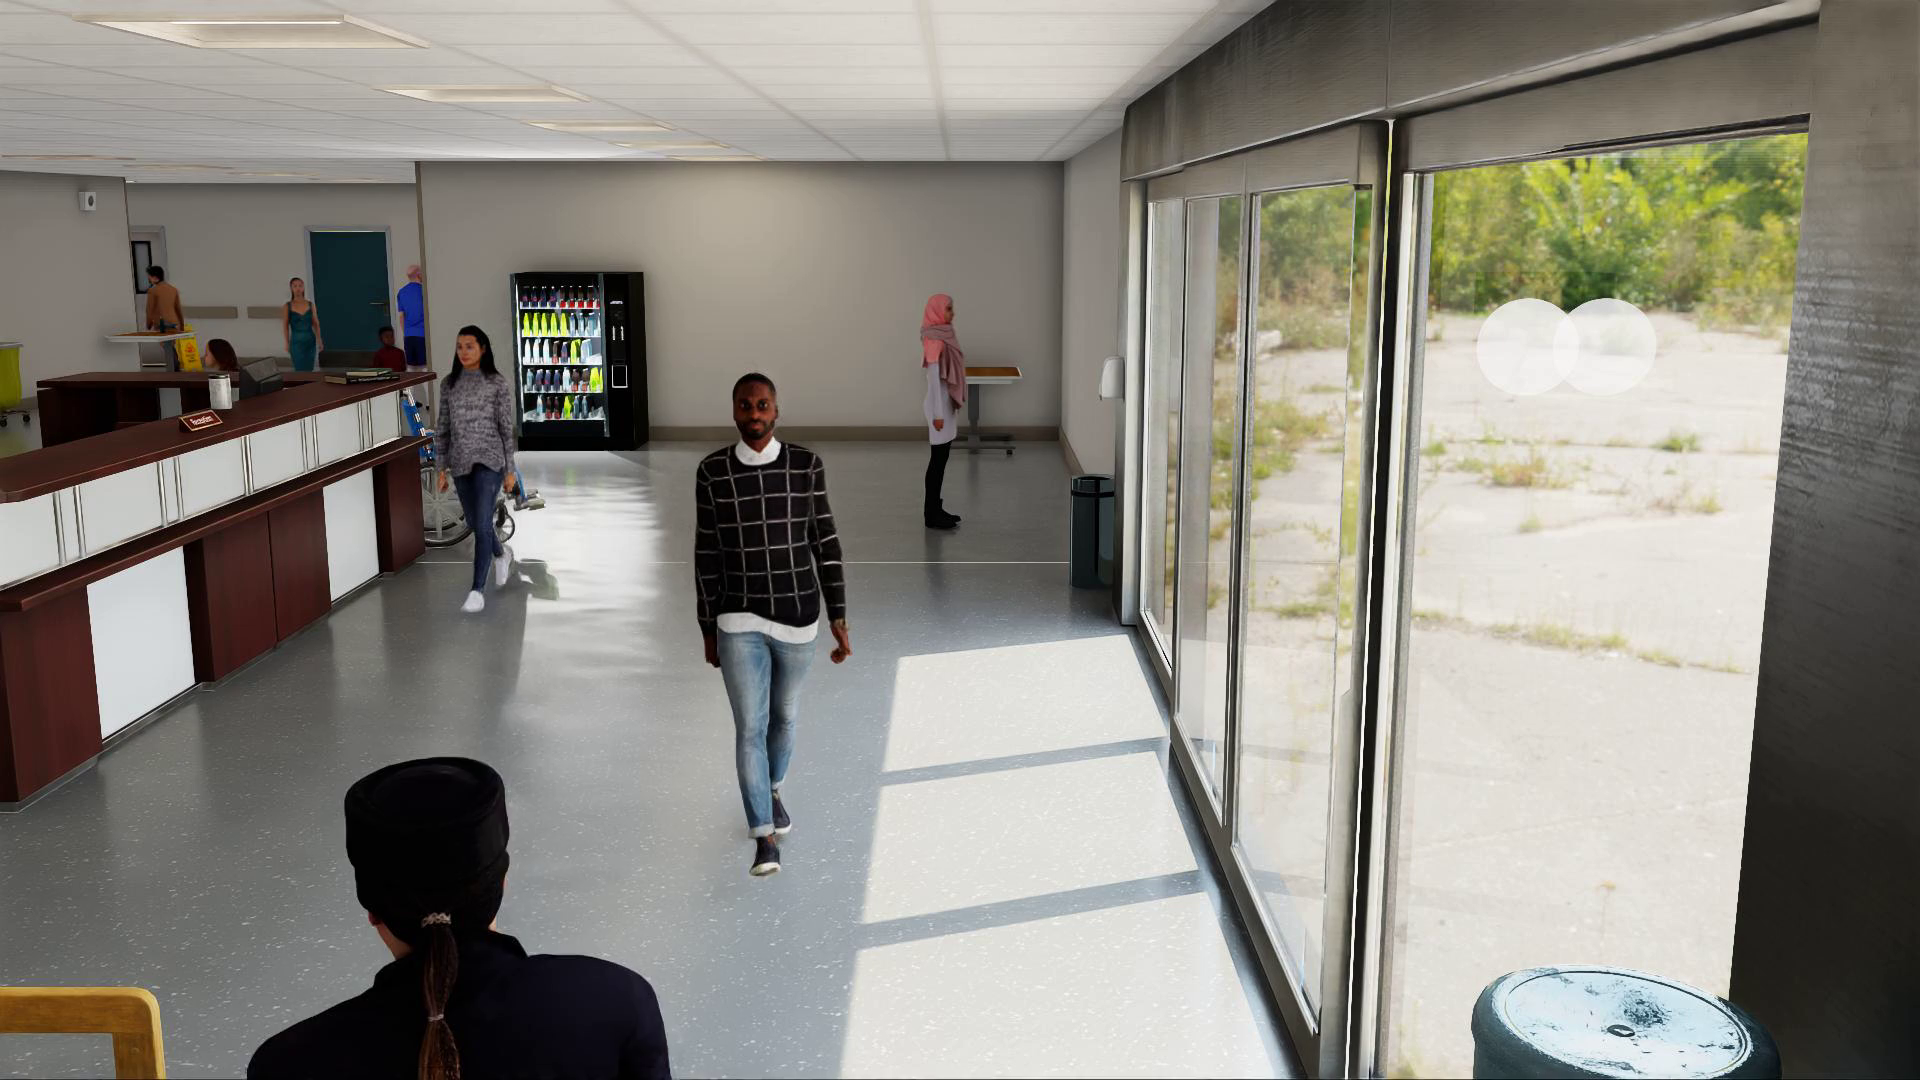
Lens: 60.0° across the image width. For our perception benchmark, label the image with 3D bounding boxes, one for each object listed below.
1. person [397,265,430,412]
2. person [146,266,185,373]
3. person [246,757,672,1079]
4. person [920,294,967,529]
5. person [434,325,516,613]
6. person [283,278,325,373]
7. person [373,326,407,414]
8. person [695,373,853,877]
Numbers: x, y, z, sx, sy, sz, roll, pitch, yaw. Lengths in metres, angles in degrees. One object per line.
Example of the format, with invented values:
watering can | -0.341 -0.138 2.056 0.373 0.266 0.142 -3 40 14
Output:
person | -6.867 -2.575 21.106 0.636 1.842 0.800 4 11 19
person | -11.622 -3.159 24.450 0.840 1.699 0.792 6 12 27
person | -0.578 1.145 2.085 1.103 1.625 0.964 -3 11 -16
person | -0.151 -1.006 12.940 0.633 1.803 0.669 2 11 9
person | -2.943 -0.446 10.271 1.121 1.697 0.774 1 11 6
person | -8.166 -2.384 20.640 1.025 1.640 1.006 -8 13 -36
person | -6.184 -1.680 17.995 0.774 1.242 0.810 -9 14 -38
person | -0.712 0.293 6.175 1.187 1.773 0.925 -2 11 -12
